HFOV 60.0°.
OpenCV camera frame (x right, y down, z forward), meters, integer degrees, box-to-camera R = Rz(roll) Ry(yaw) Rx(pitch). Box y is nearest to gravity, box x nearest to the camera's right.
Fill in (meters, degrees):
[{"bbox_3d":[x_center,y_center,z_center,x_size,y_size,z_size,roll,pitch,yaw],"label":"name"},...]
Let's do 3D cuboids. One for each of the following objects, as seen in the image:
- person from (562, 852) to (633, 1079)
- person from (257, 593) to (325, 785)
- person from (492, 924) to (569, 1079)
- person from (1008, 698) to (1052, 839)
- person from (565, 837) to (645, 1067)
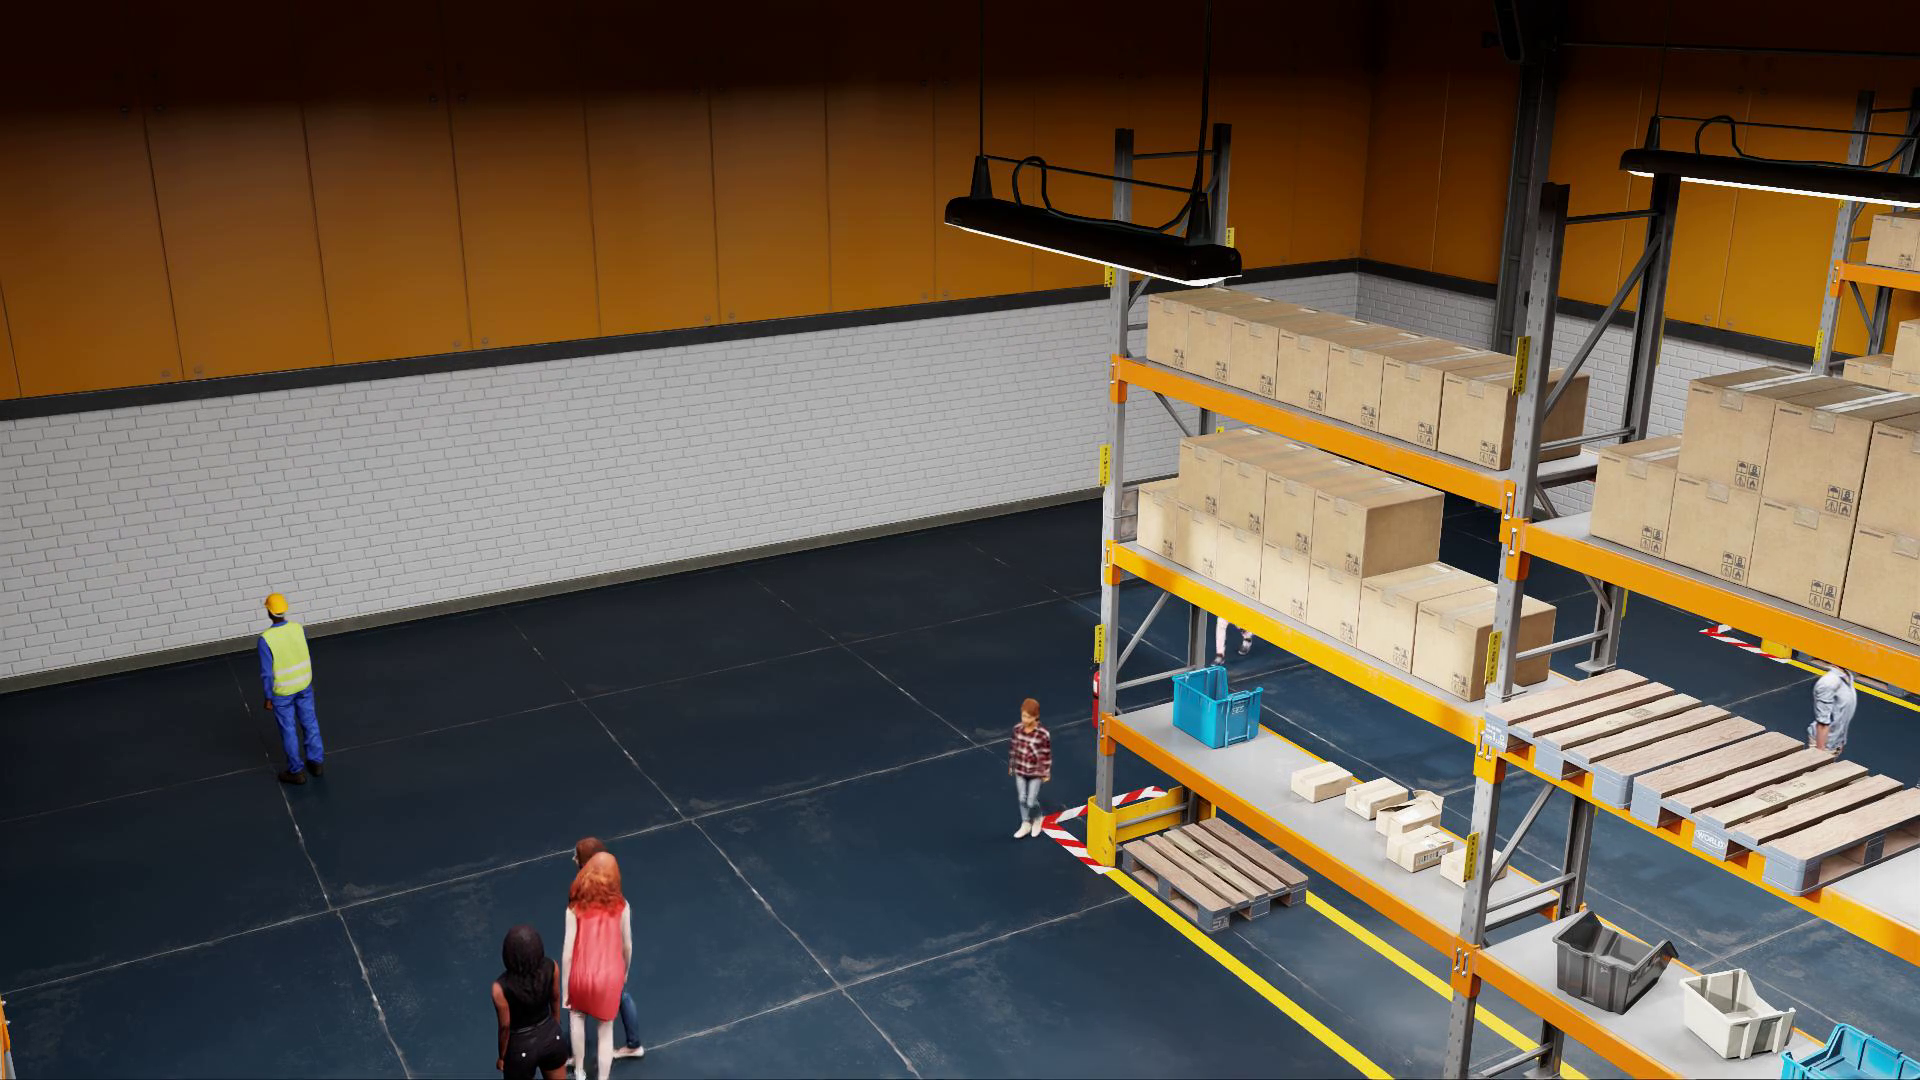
[{"bbox_3d":[-2.290,2.895,10.623,0.695,1.799,0.728,-8,20,-22],"label":"person"},{"bbox_3d":[-6.132,1.346,15.203,0.709,1.812,0.745,14,23,35],"label":"person"},{"bbox_3d":[-2.595,3.099,10.108,0.647,1.740,0.601,-17,25,-41],"label":"person"},{"bbox_3d":[0.633,1.936,14.255,0.599,1.298,0.693,12,22,32],"label":"person"},{"bbox_3d":[-2.332,2.767,11.147,0.940,1.707,0.958,1,19,2],"label":"person"}]
